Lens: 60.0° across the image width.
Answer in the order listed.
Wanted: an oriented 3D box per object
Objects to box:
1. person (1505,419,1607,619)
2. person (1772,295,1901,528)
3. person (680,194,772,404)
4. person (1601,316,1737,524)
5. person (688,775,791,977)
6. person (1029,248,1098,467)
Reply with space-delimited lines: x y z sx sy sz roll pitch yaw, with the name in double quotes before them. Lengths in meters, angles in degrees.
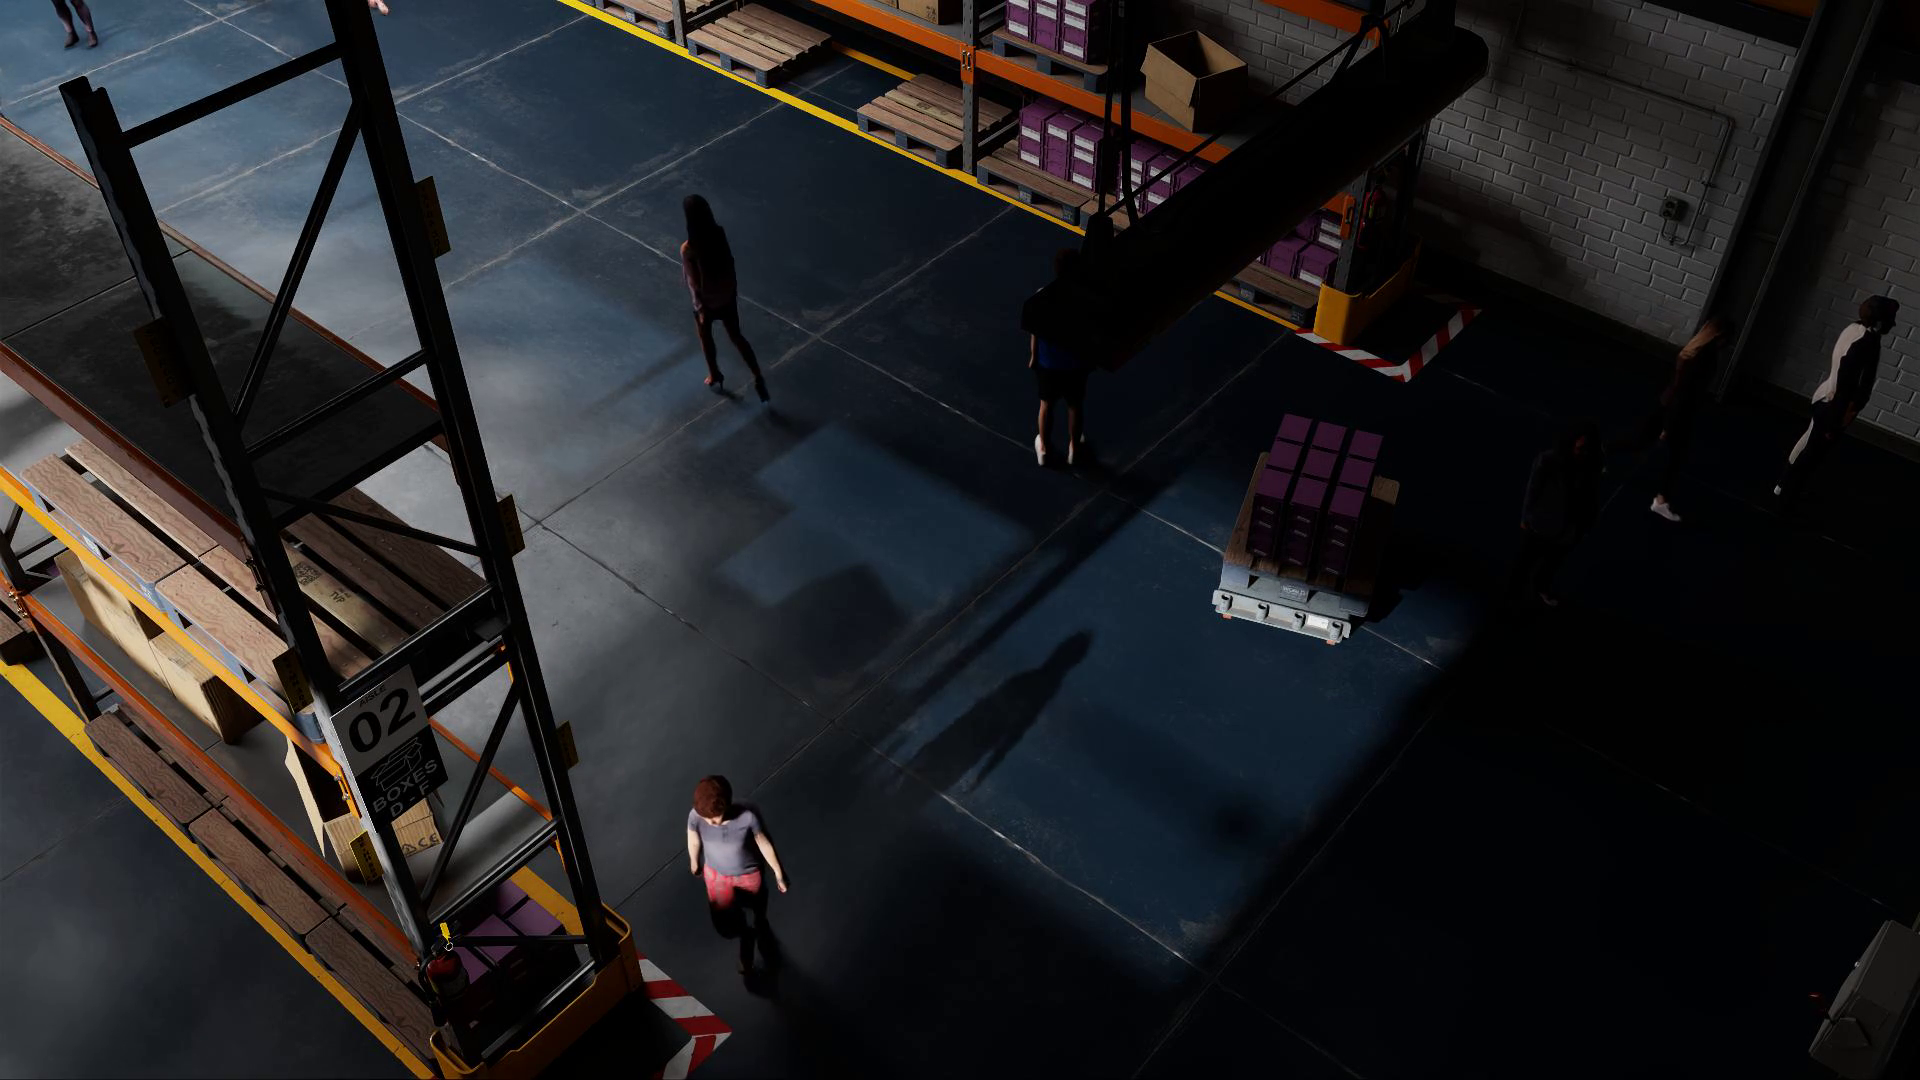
"person" 4.039 -0.153 11.236 0.800 1.597 0.839 -10 45 -10
"person" 6.237 -0.952 11.861 0.667 1.892 0.737 19 47 19
"person" -1.825 -1.791 12.826 0.657 1.776 0.932 -34 53 -31
"person" 5.069 -0.950 12.023 0.799 1.665 1.152 -25 49 -24
"person" -1.251 1.750 9.214 0.855 1.630 0.922 -4 44 -4
"person" 0.754 -1.348 12.297 0.730 1.865 0.813 1 44 1
